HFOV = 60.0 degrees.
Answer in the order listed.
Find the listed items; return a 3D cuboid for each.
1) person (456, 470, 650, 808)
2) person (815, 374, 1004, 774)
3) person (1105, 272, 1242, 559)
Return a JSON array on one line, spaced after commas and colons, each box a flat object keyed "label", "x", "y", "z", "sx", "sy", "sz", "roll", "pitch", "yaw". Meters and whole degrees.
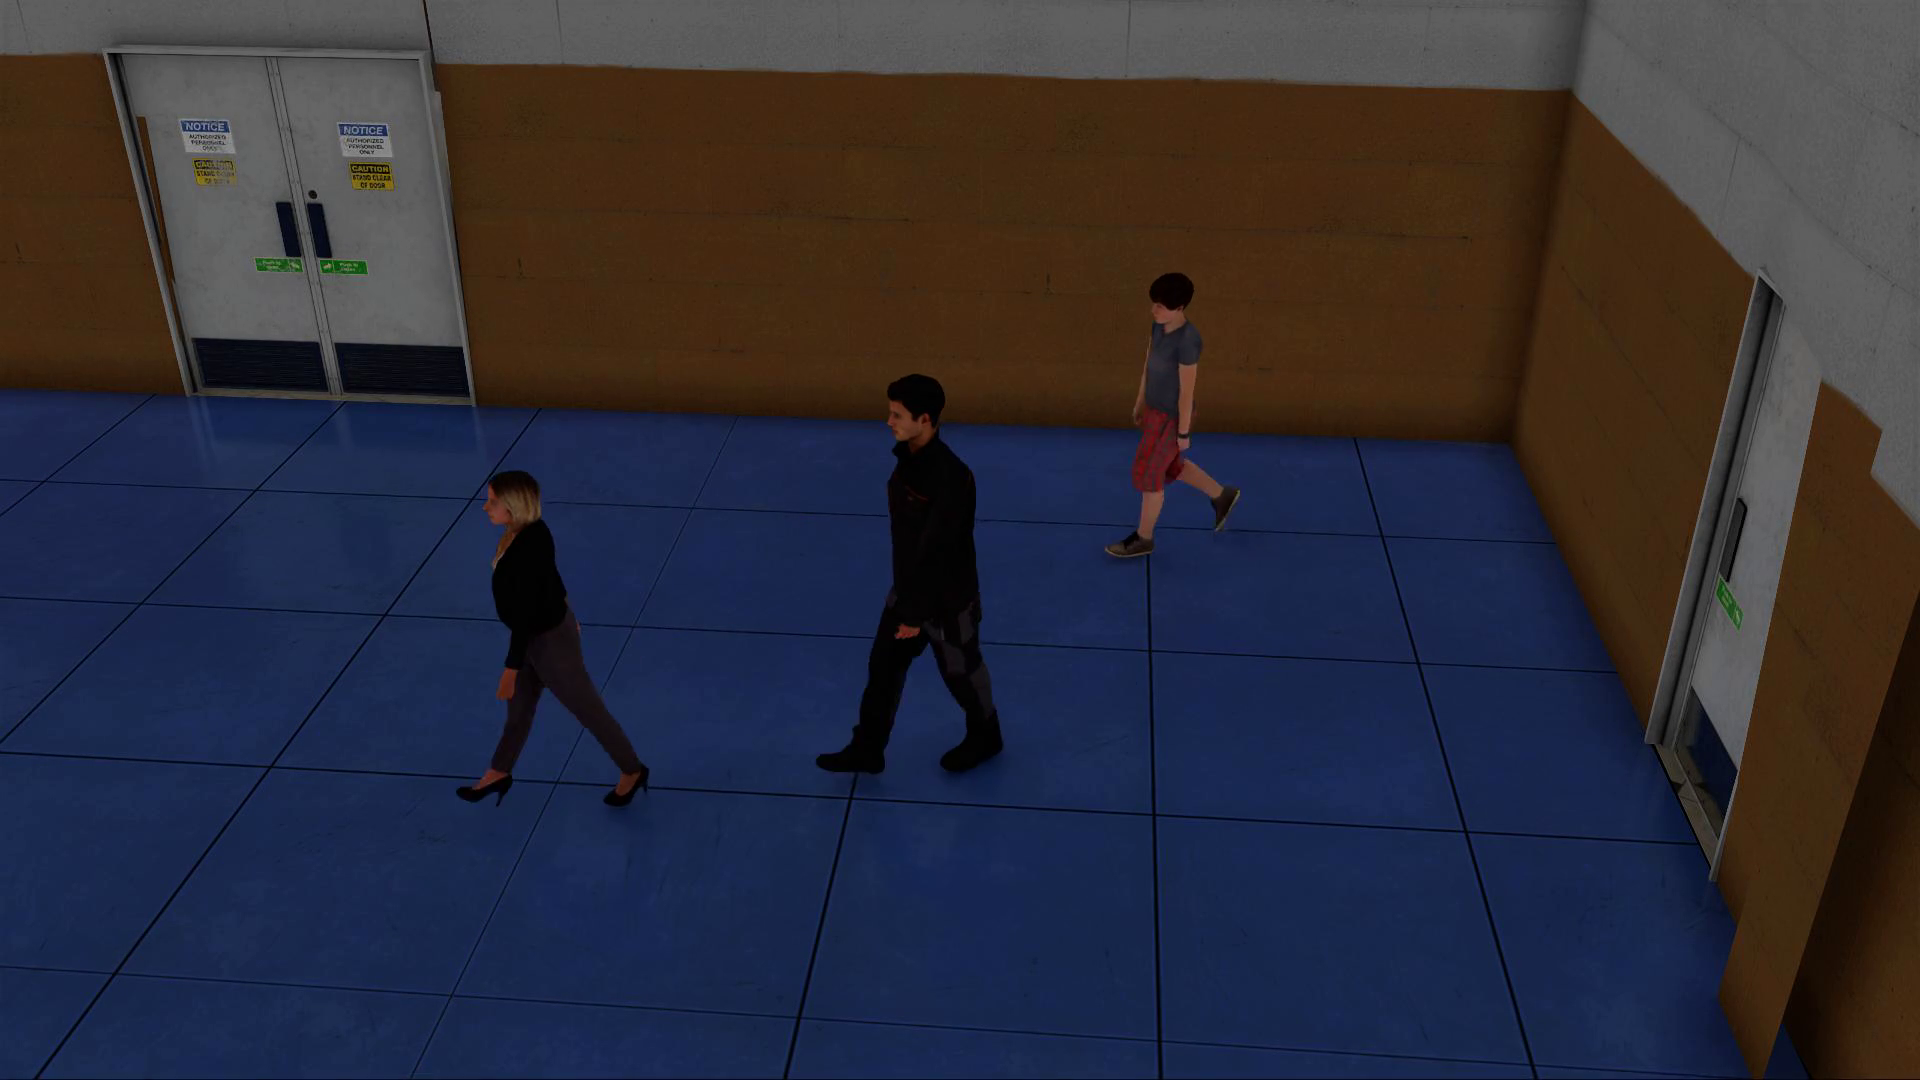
[{"label": "person", "x": -1.603, "y": 0.455, "z": 6.900, "sx": 0.947, "sy": 1.627, "sz": 1.071, "roll": -8, "pitch": 30, "yaw": -15}, {"label": "person", "x": -0.018, "y": 0.187, "z": 7.100, "sx": 1.133, "sy": 1.906, "sz": 1.164, "roll": -15, "pitch": 32, "yaw": -25}, {"label": "person", "x": 1.198, "y": -0.664, "z": 8.937, "sx": 0.859, "sy": 1.627, "sz": 1.030, "roll": -6, "pitch": 29, "yaw": -11}]
